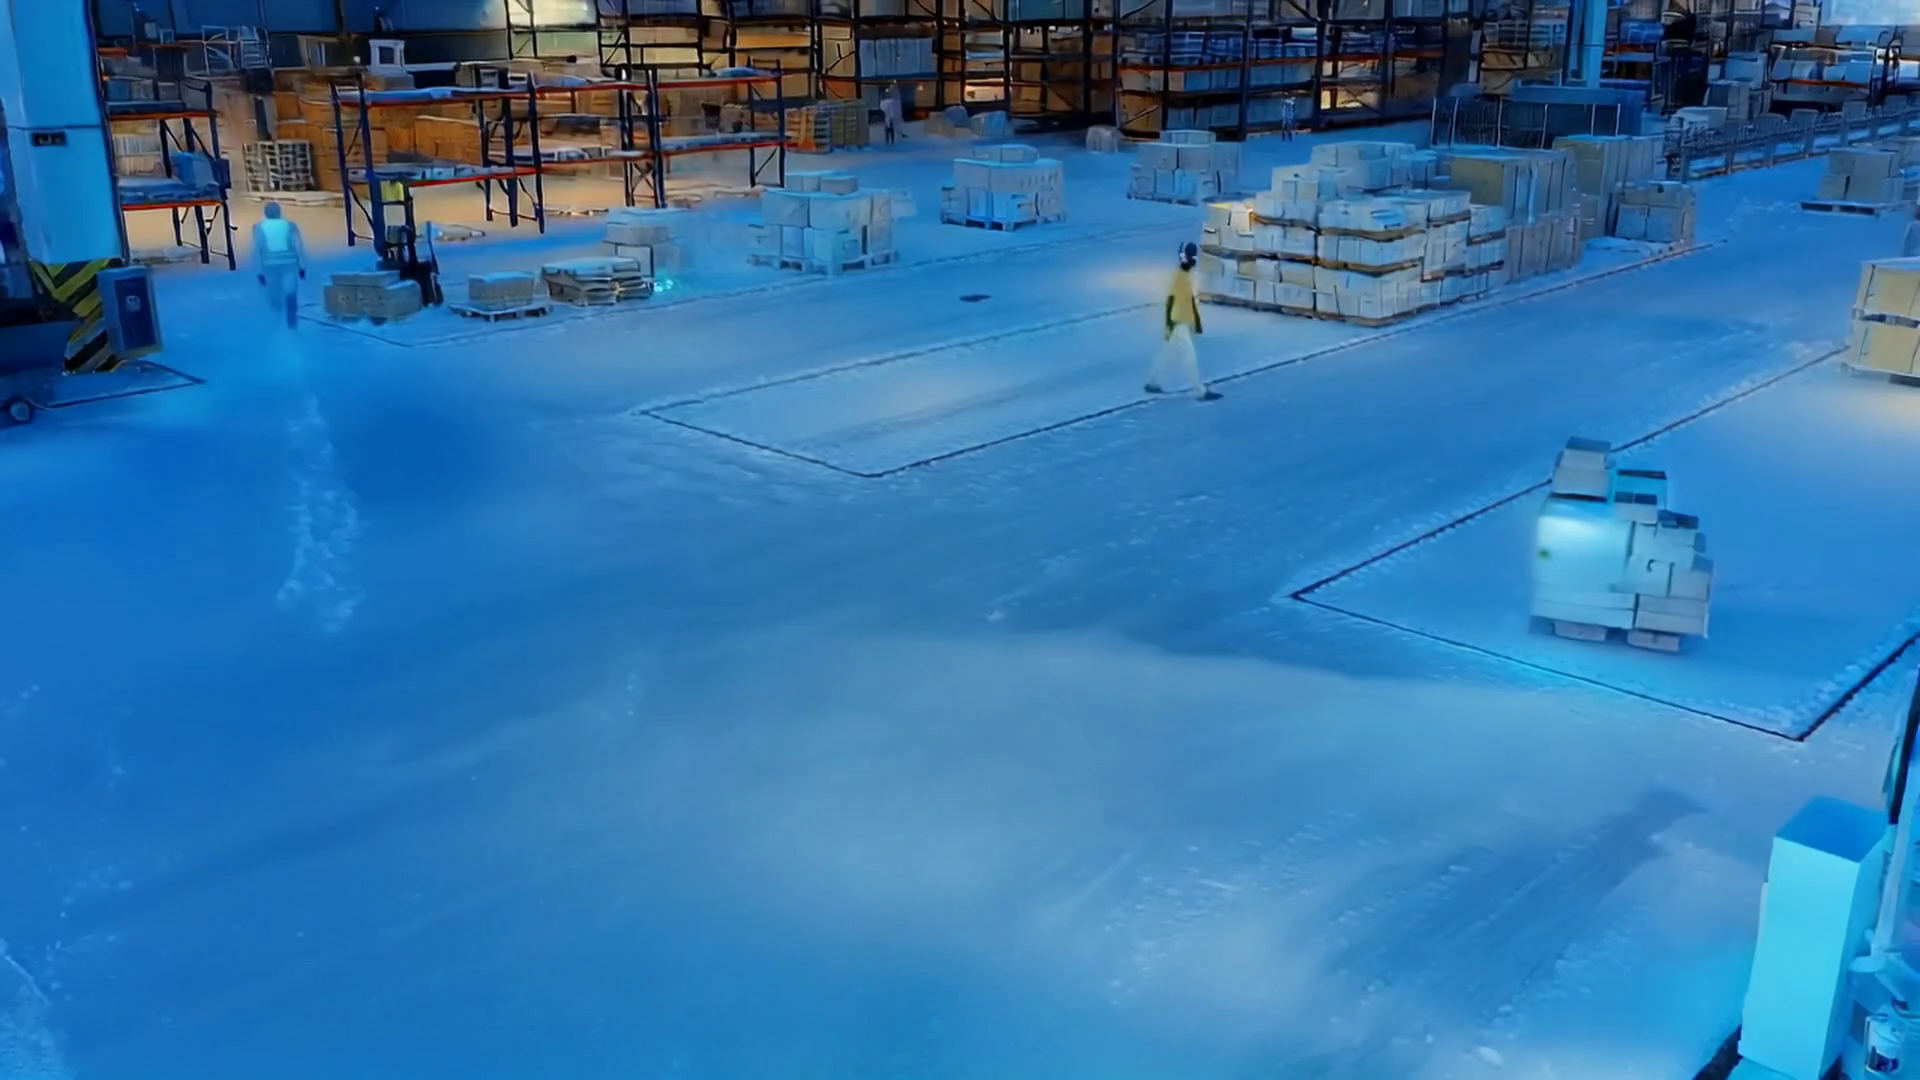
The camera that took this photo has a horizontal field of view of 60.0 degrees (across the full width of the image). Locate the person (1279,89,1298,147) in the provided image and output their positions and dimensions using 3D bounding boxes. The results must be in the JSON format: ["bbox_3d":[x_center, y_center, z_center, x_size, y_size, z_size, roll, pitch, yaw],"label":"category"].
[{"bbox_3d":[9.732,-12.505,49.311,0.532,1.695,0.319,3,19,10],"label":"person"}]

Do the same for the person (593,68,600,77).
[{"bbox_3d":[-13.789,-17.245,63.704,0.745,1.606,0.546,-12,22,-31],"label":"person"}]

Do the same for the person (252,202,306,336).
[{"bbox_3d":[-9.233,-3.687,22.611,0.637,1.792,0.982,-8,20,-23],"label":"person"}]

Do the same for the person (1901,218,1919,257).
[{"bbox_3d":[12.478,-3.522,21.778,0.501,1.991,0.735,8,20,23],"label":"person"}]

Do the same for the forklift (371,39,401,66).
[{"bbox_3d":[-20.266,-16.362,59.080,1.129,2.768,1.873,-7,20,-20],"label":"forklift"}]

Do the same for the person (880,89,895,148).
[{"bbox_3d":[-2.149,-12.439,49.104,0.317,1.698,0.540,16,24,40],"label":"person"}]

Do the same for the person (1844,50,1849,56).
[{"bbox_3d":[42.241,-22.513,79.418,0.555,1.725,0.820,-1,18,-3],"label":"person"}]

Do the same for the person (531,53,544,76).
[{"bbox_3d":[-17.356,-18.929,68.195,0.611,1.996,0.378,-4,19,-11],"label":"person"}]

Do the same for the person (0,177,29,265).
[{"bbox_3d":[-13.639,-4.315,24.258,1.036,1.937,0.647,14,23,36],"label":"person"}]

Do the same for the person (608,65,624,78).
[{"bbox_3d":[-12.349,-16.221,60.198,0.655,1.888,0.985,-13,22,-33],"label":"person"}]

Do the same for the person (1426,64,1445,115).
[{"bbox_3d":[17.598,-16.646,61.553,1.014,1.852,0.636,16,24,40],"label":"person"}]

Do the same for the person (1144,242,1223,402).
[{"bbox_3d":[2.550,-2.492,18.951,0.973,1.819,0.542,9,20,24],"label":"person"}]

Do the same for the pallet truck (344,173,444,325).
[{"bbox_3d":[-8.209,-4.181,23.757,0.823,1.965,1.885,3,19,9],"label":"pallet truck"}]

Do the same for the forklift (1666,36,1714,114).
[{"bbox_3d":[27.341,-17.291,61.877,1.129,2.768,1.873,17,25,41],"label":"forklift"}]

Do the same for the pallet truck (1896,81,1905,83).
[{"bbox_3d":[34.802,-16.331,61.455,0.653,1.274,1.630,17,25,41],"label":"pallet truck"}]

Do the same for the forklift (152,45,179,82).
[{"bbox_3d":[-25.011,-14.211,52.597,1.129,2.768,1.873,17,25,41],"label":"forklift"}]

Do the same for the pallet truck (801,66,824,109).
[{"bbox_3d":[-4.812,-15.182,56.903,0.823,1.965,1.885,-9,21,-26],"label":"pallet truck"}]

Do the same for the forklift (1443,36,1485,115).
[{"bbox_3d":[18.617,-17.393,62.185,1.873,2.768,1.129,17,25,41],"label":"forklift"}]

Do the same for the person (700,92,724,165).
[{"bbox_3d":[-6.689,-11.075,44.723,0.596,1.881,0.932,-7,20,-20],"label":"person"}]

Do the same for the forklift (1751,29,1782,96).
[{"bbox_3d":[35.305,-20.788,72.412,1.129,2.768,1.873,6,19,19],"label":"forklift"}]

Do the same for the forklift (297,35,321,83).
[{"bbox_3d":[-24.827,-17.852,63.566,1.129,2.768,1.873,17,25,41],"label":"forklift"}]

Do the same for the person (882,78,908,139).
[{"bbox_3d":[-2.091,-13.550,52.205,0.976,1.865,0.657,17,25,41],"label":"person"}]

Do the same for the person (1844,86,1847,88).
[{"bbox_3d":[32.236,-16.382,61.042,0.550,1.660,0.810,-9,21,-26],"label":"person"}]
